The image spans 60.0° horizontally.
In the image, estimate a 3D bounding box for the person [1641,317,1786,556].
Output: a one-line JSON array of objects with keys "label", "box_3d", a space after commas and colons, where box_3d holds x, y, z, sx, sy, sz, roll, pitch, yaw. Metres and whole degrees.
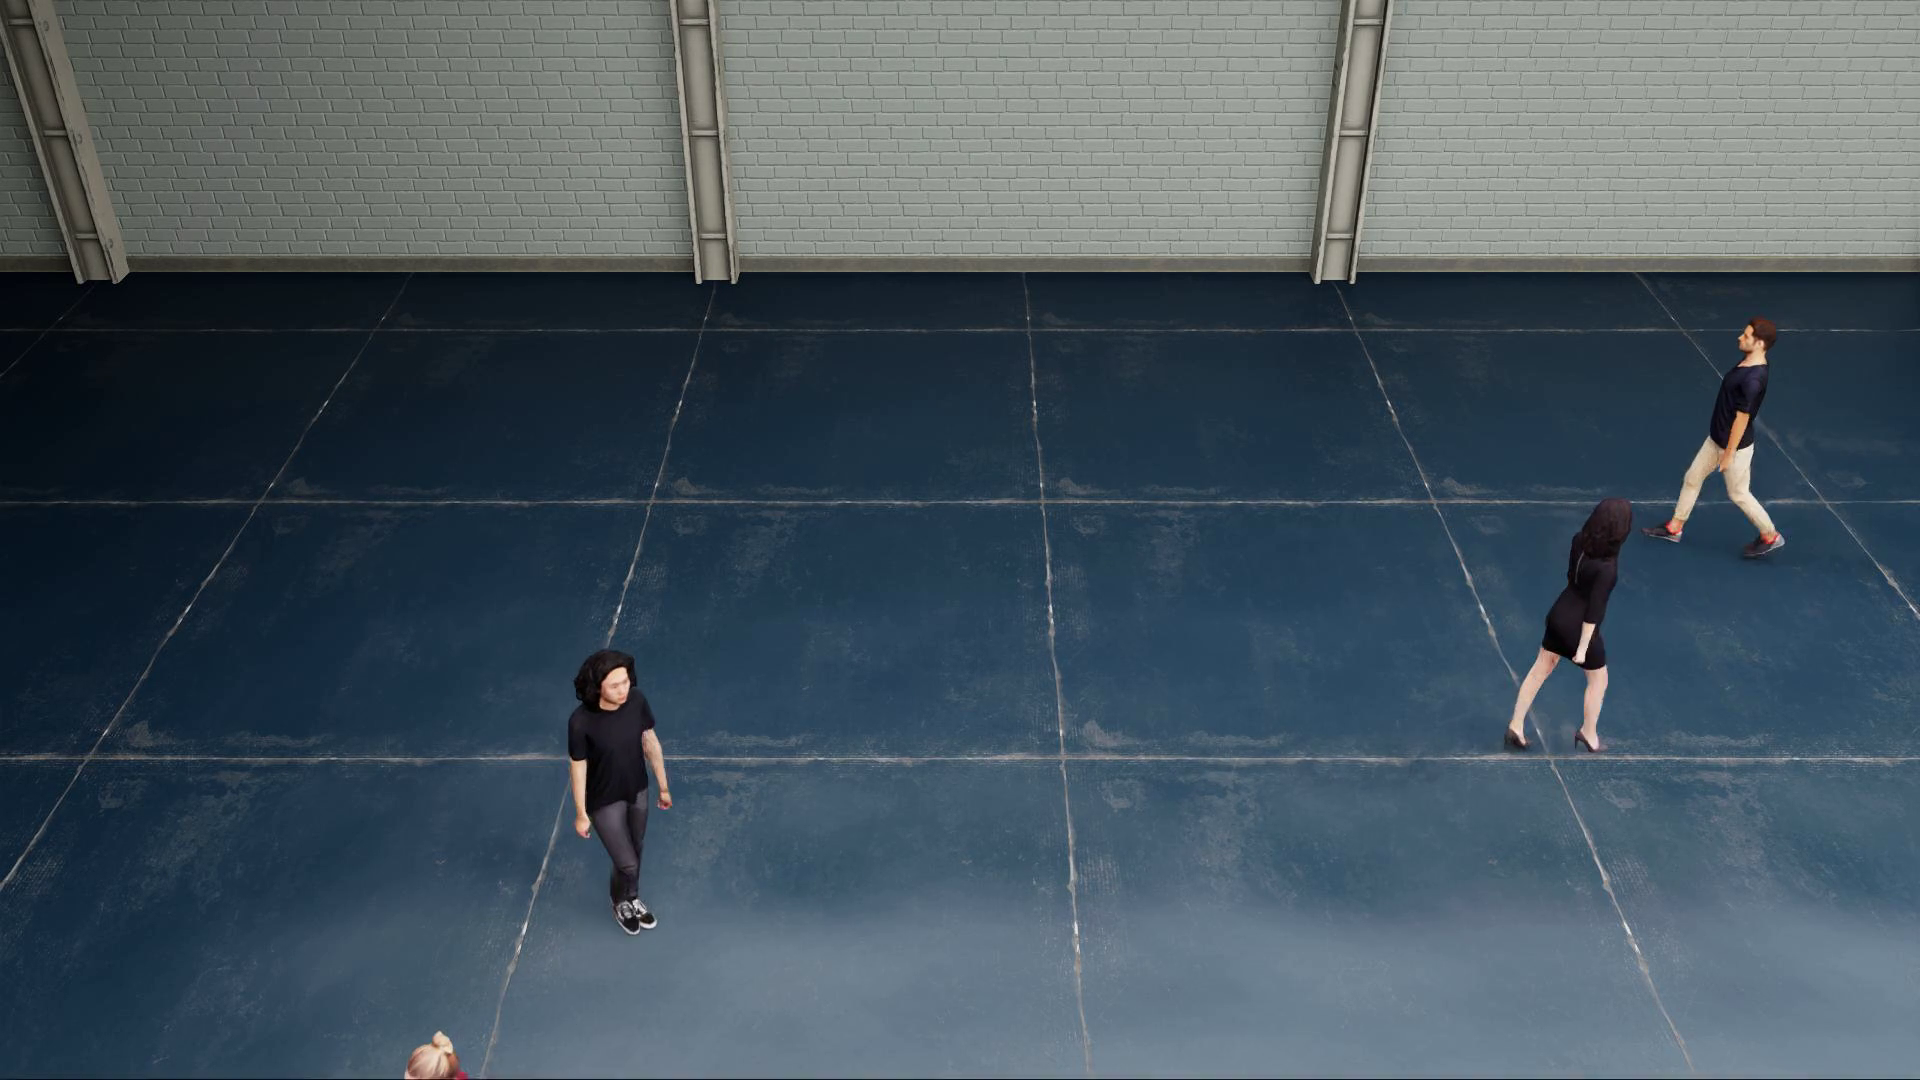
[{"label": "person", "box_3d": [5.506, -0.667, 11.647, 1.255, 1.817, 0.895, 9, 34, 14]}]

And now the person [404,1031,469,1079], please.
[{"label": "person", "box_3d": [-1.947, 2.590, 6.759, 1.015, 1.686, 0.939, -24, 40, -32]}]

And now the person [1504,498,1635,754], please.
[{"label": "person", "box_3d": [3.523, 0.562, 9.794, 0.905, 1.777, 0.707, -6, 34, -9]}]

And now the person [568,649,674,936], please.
[{"label": "person", "box_3d": [-1.829, 1.272, 8.658, 0.825, 1.826, 0.774, 27, 42, 35]}]
